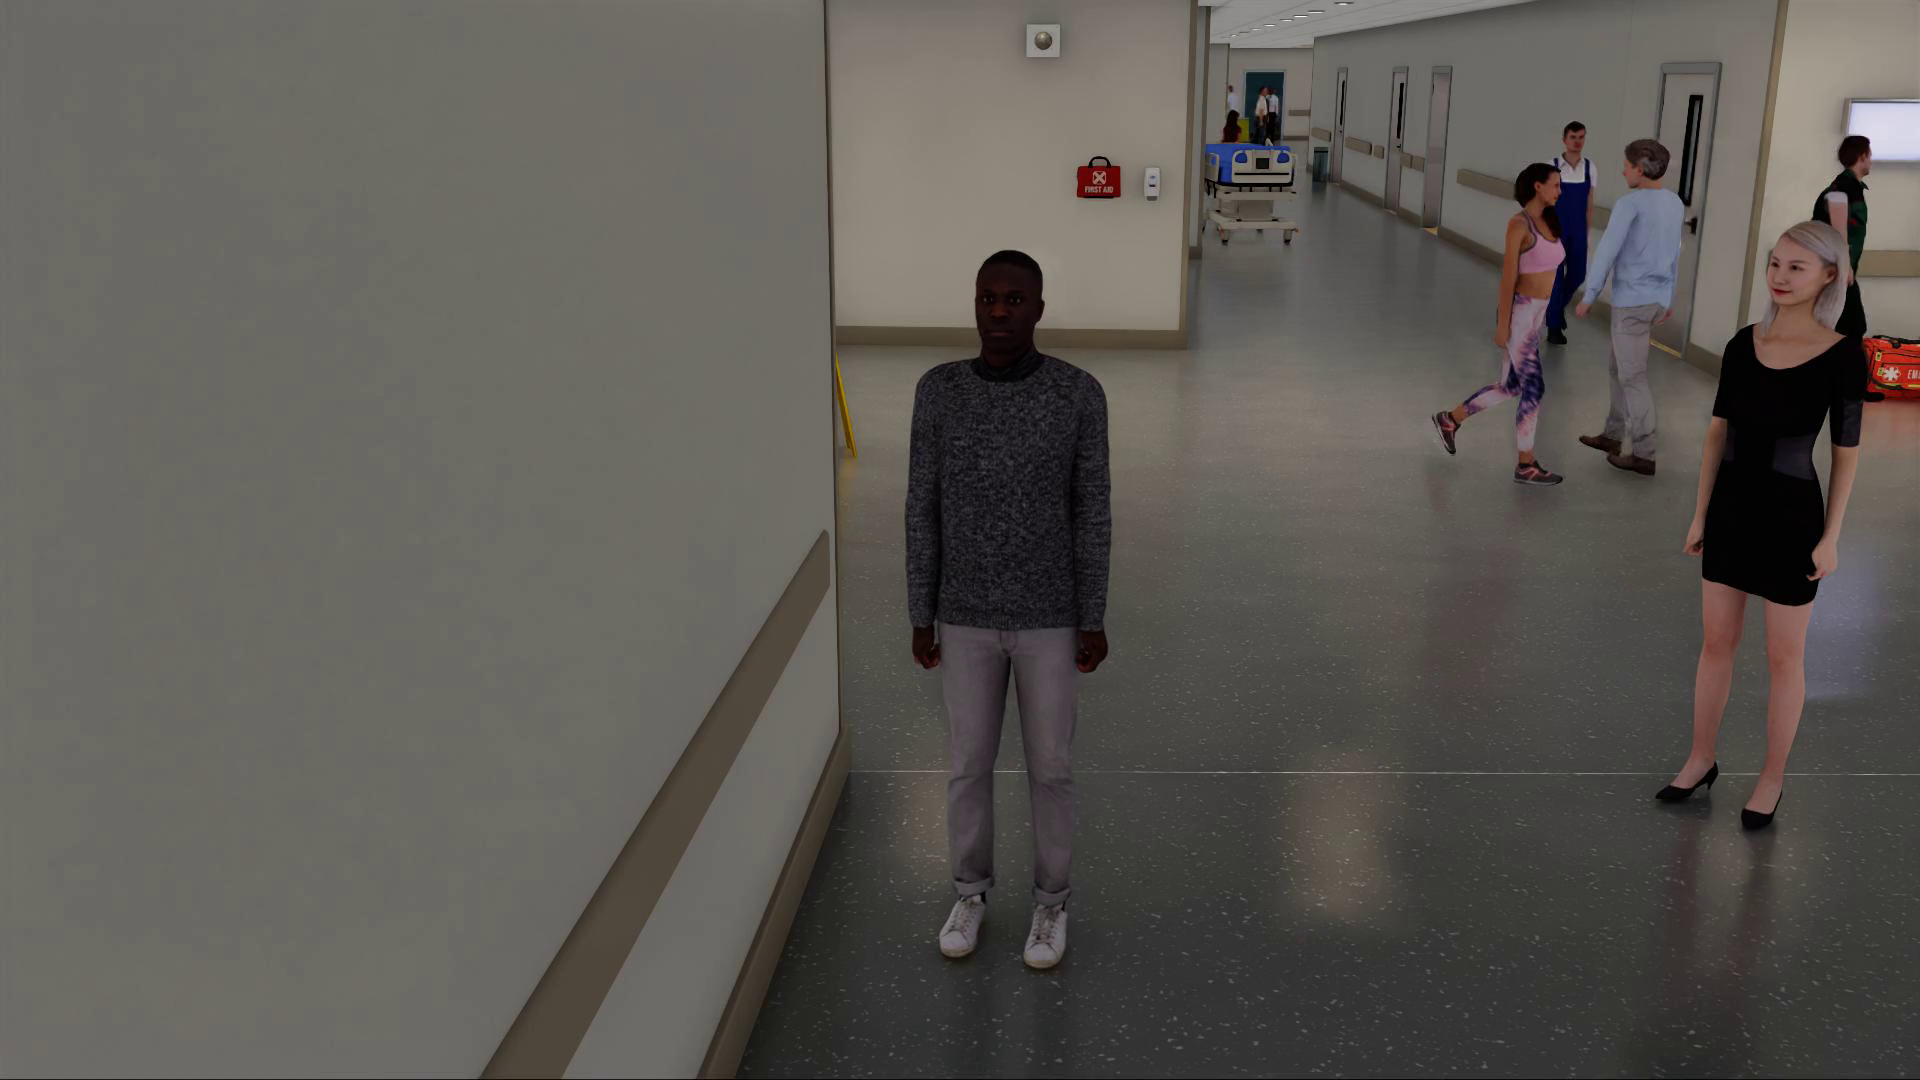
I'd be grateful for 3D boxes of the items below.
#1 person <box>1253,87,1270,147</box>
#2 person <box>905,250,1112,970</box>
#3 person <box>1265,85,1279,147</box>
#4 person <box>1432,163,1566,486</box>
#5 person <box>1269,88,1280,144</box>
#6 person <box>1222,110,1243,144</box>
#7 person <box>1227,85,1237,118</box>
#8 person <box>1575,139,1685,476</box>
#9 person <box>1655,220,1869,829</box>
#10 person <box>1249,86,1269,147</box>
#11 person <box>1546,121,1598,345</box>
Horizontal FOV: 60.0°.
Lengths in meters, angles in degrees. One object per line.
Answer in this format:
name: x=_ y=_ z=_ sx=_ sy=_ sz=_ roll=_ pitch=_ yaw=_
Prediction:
person: x=8.629 y=-11.969 z=47.468 sx=1.214 sy=1.759 sz=1.085 roll=10 pitch=18 yaw=31
person: x=0.135 y=0.182 z=4.226 sx=0.479 sy=1.835 sz=0.734 roll=2 pitch=16 yaw=8
person: x=9.315 y=-12.735 z=50.080 sx=0.752 sy=1.815 sz=0.790 roll=5 pitch=16 yaw=16
person: x=3.071 y=-1.206 z=9.318 sx=1.048 sy=1.743 sz=1.166 roll=-13 pitch=20 yaw=-39
person: x=9.924 y=-13.512 z=53.026 sx=0.739 sy=1.713 sz=0.842 roll=-6 pitch=17 yaw=-20
person: x=5.015 y=-7.188 z=30.938 sx=0.961 sy=1.518 sz=0.779 roll=6 pitch=17 yaw=19
person: x=8.723 y=-13.643 z=53.330 sx=0.929 sy=1.800 sz=0.862 roll=14 pitch=21 yaw=41
person: x=3.908 y=-1.291 z=9.395 sx=0.956 sy=1.865 sz=0.985 roll=-10 pitch=18 yaw=-30
person: x=2.428 y=-0.034 z=5.000 sx=0.716 sy=1.830 sz=0.655 roll=-13 pitch=20 yaw=-38
person: x=8.220 y=-11.563 z=45.880 sx=0.927 sy=1.839 sz=0.801 roll=6 pitch=17 yaw=20
person: x=5.089 y=-2.597 z=14.084 sx=0.788 sy=1.834 sz=0.706 roll=0 pitch=16 yaw=1
